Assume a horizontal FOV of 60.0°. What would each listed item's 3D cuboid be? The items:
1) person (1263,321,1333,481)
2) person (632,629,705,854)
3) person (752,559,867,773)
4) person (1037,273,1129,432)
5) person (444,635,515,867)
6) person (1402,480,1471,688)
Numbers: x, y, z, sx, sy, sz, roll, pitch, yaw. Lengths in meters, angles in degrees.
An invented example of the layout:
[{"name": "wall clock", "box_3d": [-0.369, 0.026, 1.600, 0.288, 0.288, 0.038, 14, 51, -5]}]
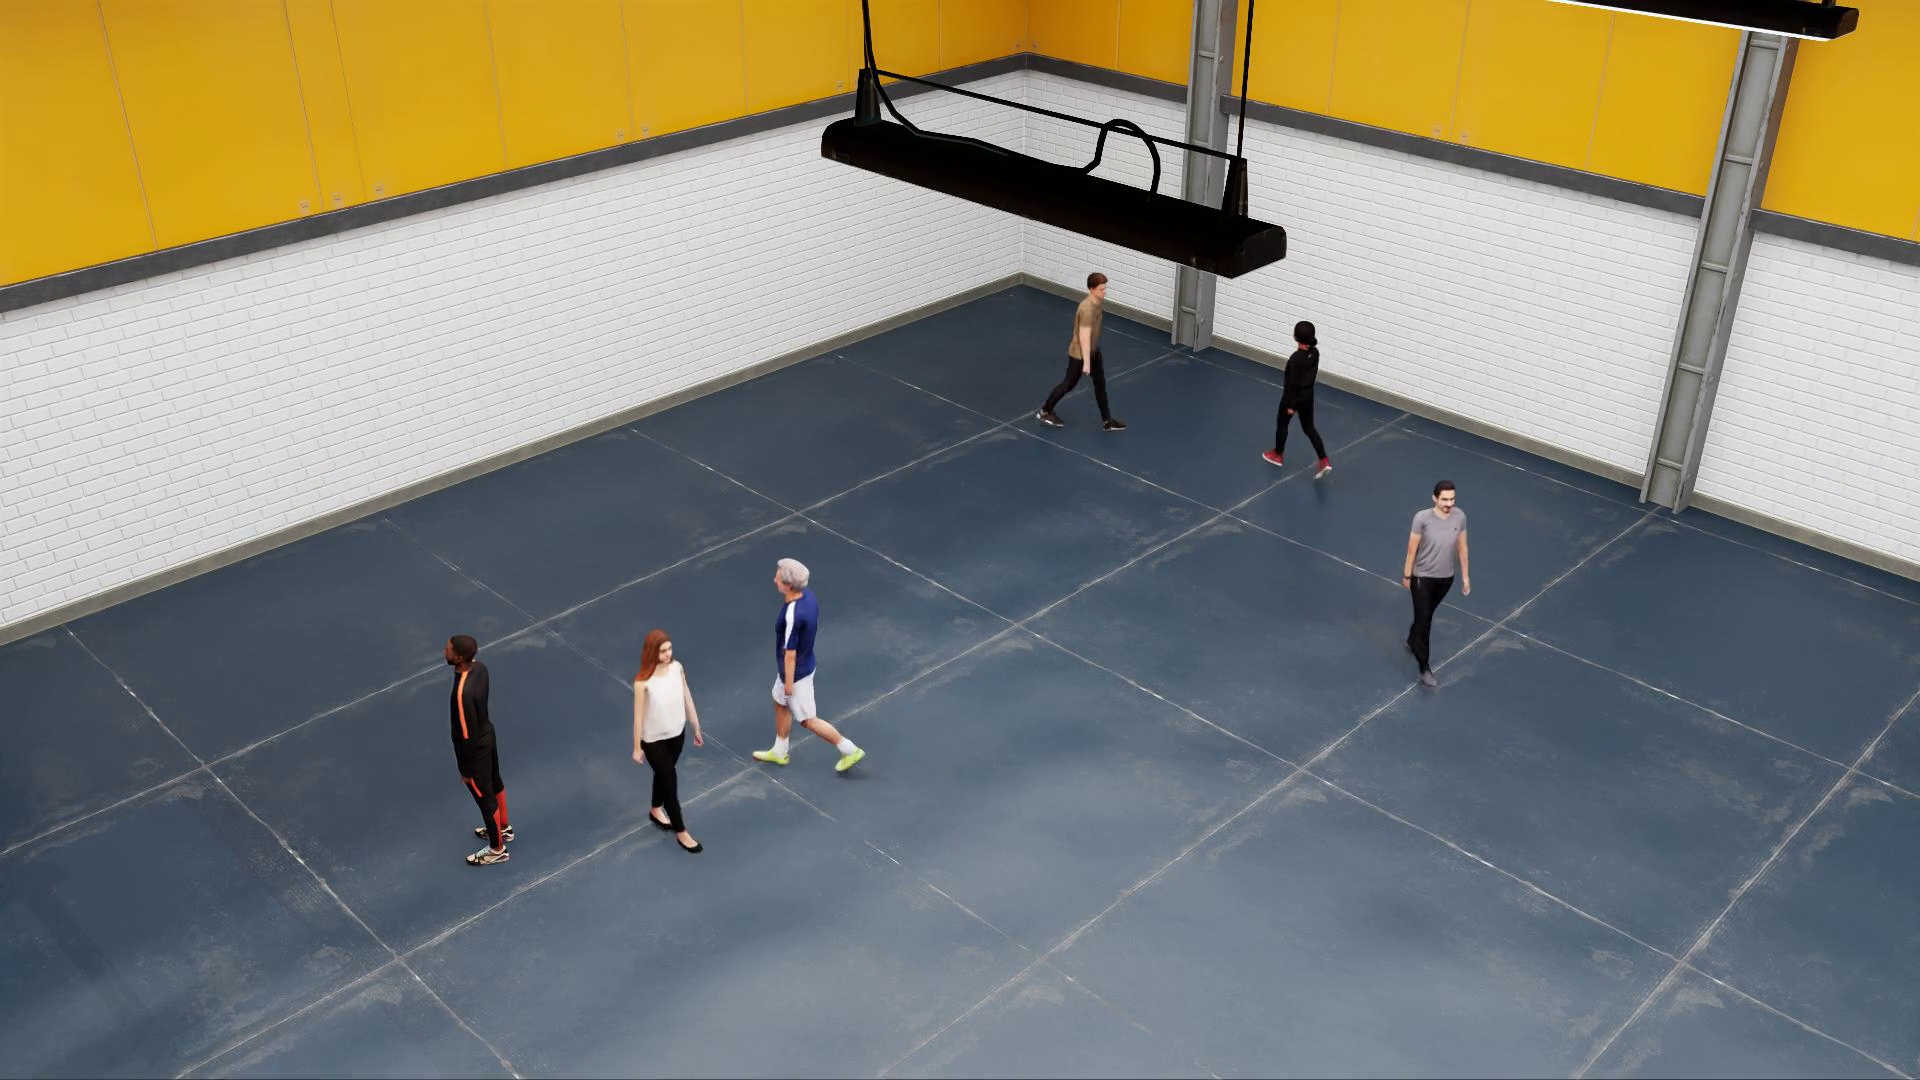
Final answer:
[{"name": "person", "box_3d": [3.508, -1.392, 16.872, 0.766, 1.639, 1.177, -17, 33, -28]}, {"name": "person", "box_3d": [-2.164, 1.361, 11.767, 0.884, 1.696, 0.662, 22, 36, 35]}, {"name": "person", "box_3d": [-1.130, 0.979, 12.350, 1.203, 1.809, 1.093, 2, 29, 4]}, {"name": "person", "box_3d": [1.246, -2.005, 17.823, 1.346, 1.805, 0.996, 10, 30, 18]}, {"name": "person", "box_3d": [-3.340, 1.429, 11.526, 0.748, 1.808, 0.683, -1, 29, -1]}, {"name": "person", "box_3d": [3.872, 0.257, 13.764, 0.958, 1.723, 1.140, -8, 30, -14]}]
